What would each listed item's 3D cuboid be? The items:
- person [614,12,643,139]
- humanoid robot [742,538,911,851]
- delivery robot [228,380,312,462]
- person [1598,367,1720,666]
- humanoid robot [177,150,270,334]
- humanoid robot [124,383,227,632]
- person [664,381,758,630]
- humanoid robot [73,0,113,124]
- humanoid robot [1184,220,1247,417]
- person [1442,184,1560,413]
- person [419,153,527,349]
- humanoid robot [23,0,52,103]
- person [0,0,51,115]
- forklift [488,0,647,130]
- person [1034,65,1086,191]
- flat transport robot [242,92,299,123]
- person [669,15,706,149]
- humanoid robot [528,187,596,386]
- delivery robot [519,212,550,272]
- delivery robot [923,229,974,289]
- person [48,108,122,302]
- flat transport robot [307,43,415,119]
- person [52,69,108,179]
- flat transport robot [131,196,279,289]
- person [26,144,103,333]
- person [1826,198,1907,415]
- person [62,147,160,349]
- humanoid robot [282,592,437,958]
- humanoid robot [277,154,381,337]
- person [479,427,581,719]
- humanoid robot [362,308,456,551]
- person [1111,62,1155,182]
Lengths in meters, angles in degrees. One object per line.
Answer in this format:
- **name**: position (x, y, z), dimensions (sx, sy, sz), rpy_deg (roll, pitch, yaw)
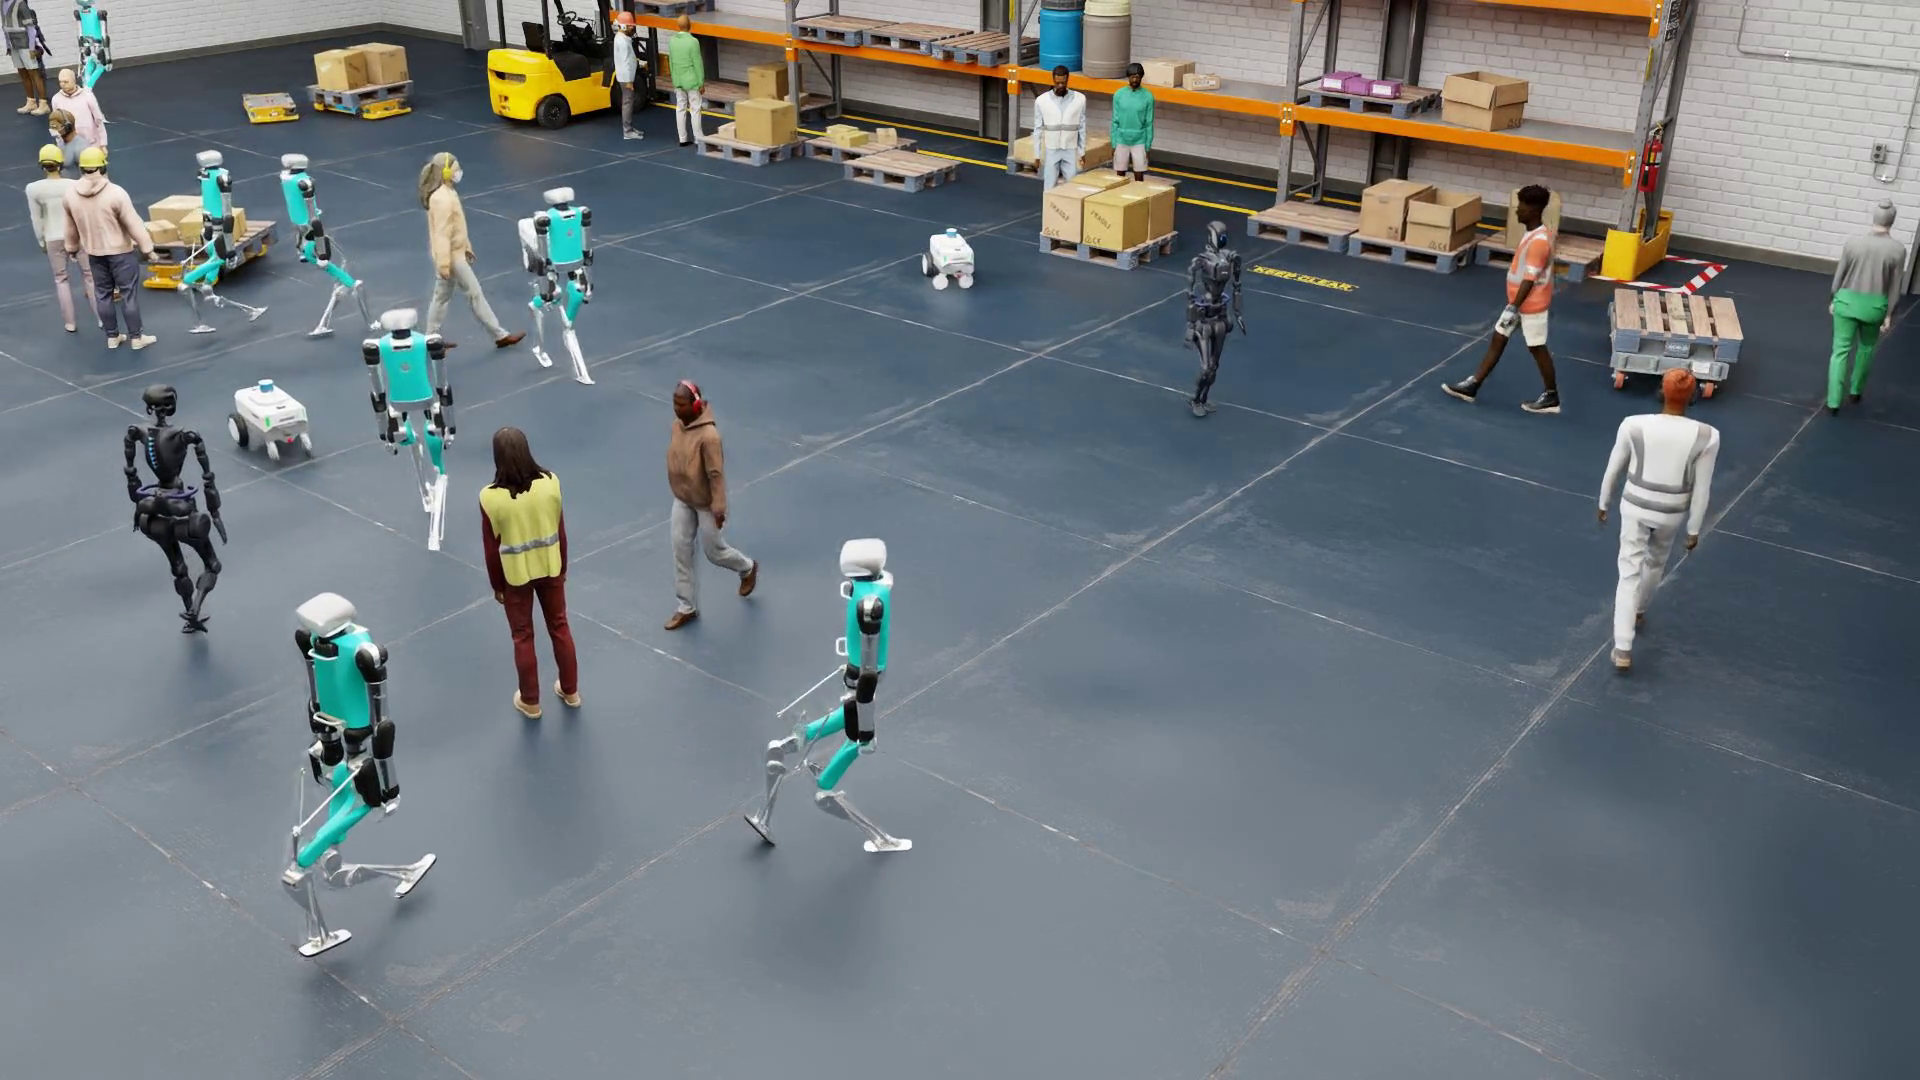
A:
- **person**: position (-4.669, -6.542, 23.426), dimensions (0.350, 1.739, 0.573), rpy_deg (-6, 26, -11)
- **humanoid robot**: position (-0.748, 0.830, 8.203), dimensions (0.996, 1.776, 0.530), rpy_deg (-2, 26, -4)
- **delivery robot**: position (-5.512, -0.986, 13.303), dimensions (0.499, 0.612, 0.789), rpy_deg (-21, 33, -36)
- **person**: position (4.213, -0.174, 10.134), dimensions (0.590, 1.833, 1.003), rpy_deg (9, 27, 18)
- **humanoid robot**: position (-7.053, -2.717, 15.513), dimensions (0.536, 1.734, 1.028), rpy_deg (23, 34, 39)
- **humanoid robot**: position (-4.895, -0.155, 10.283), dimensions (0.610, 1.645, 0.428), rpy_deg (3, 26, 6)
- **person**: position (-1.613, -0.257, 10.538), dimensions (0.476, 1.627, 0.694), rpy_deg (18, 31, 33)
- **humanoid robot**: position (-12.808, -7.003, 24.381), dimensions (0.590, 1.773, 0.879), rpy_deg (7, 27, 15)
- **humanoid robot**: position (2.100, -1.838, 13.762), dimensions (0.602, 1.649, 0.363), rpy_deg (-13, 29, -26)
- **person**: position (4.652, -1.990, 13.805), dimensions (0.980, 1.914, 0.617), rpy_deg (4, 26, 8)
- **person**: position (-4.562, -2.628, 15.231), dimensions (0.946, 1.823, 0.576), rpy_deg (-8, 27, -15)
- **humanoid robot**: position (-14.348, -7.605, 25.713), dimensions (0.350, 1.661, 0.596), rpy_deg (4, 26, 7)
- **person**: position (-14.061, -7.390, 24.839), dimensions (0.614, 2.041, 0.382), rpy_deg (13, 29, 25)
- **forklift**: position (-5.874, -7.334, 24.552), dimensions (1.214, 2.155, 2.313), rpy_deg (19, 32, 34)
- **person**: position (1.125, -4.401, 18.808), dimensions (0.597, 1.907, 0.410), rpy_deg (-3, 26, -6)
- **flat transport robot**: position (-10.400, -6.516, 25.066), dimensions (0.659, 0.231, 1.431), rpy_deg (-12, 28, -23)
- **person**: position (-3.726, -6.281, 22.839), dimensions (0.541, 1.784, 0.383), rpy_deg (14, 29, 26)
- **humanoid robot**: position (-3.603, -2.278, 14.643), dimensions (0.531, 1.777, 0.994), rpy_deg (-21, 33, -37)
- **delivery robot**: position (-4.507, -3.234, 17.941), dimensions (0.499, 0.595, 0.792), rpy_deg (-12, 28, -24)
- **delivery robot**: position (-0.092, -2.952, 17.355), dimensions (0.503, 0.594, 0.765), rpy_deg (-6, 26, -11)
- **person**: position (-8.691, -3.324, 16.550), dimensions (0.362, 1.932, 0.627), rpy_deg (-22, 33, -38)
- **flat transport robot**: position (-9.071, -6.607, 25.253), dimensions (1.431, 0.231, 0.659), rpy_deg (16, 30, 30)
- **person**: position (-10.138, -4.546, 19.243), dimensions (0.535, 1.780, 0.400), rpy_deg (-6, 26, -13)
- **flat transport robot**: position (-8.019, -2.958, 17.697), dimensions (0.659, 0.231, 1.431), rpy_deg (2, 26, 4)
- **person**: position (-8.470, -2.861, 15.790), dimensions (0.529, 1.757, 0.376), rpy_deg (-10, 28, -20)
- **person**: position (7.548, -1.985, 13.907), dimensions (0.512, 1.813, 0.803), rpy_deg (13, 29, 24)
- **person**: position (-7.801, -2.652, 15.241), dimensions (0.803, 1.857, 0.436), rpy_deg (1, 26, 1)
- **humanoid robot**: position (-2.900, 1.143, 7.551), dimensions (0.549, 1.752, 1.043), rpy_deg (16, 30, 30)
- **humanoid robot**: position (-5.863, -2.744, 15.645), dimensions (0.549, 1.844, 0.833), rpy_deg (23, 34, 39)
- **person**: position (-2.433, 0.203, 9.436), dimensions (0.469, 1.764, 0.366), rpy_deg (-15, 30, -28)
- **humanoid robot**: position (-3.830, -0.889, 11.766), dimensions (0.536, 1.770, 0.983), rpy_deg (-6, 27, -13)
- **person**: position (1.994, -4.599, 19.289), dimensions (0.496, 1.843, 0.404), rpy_deg (5, 26, 10)
